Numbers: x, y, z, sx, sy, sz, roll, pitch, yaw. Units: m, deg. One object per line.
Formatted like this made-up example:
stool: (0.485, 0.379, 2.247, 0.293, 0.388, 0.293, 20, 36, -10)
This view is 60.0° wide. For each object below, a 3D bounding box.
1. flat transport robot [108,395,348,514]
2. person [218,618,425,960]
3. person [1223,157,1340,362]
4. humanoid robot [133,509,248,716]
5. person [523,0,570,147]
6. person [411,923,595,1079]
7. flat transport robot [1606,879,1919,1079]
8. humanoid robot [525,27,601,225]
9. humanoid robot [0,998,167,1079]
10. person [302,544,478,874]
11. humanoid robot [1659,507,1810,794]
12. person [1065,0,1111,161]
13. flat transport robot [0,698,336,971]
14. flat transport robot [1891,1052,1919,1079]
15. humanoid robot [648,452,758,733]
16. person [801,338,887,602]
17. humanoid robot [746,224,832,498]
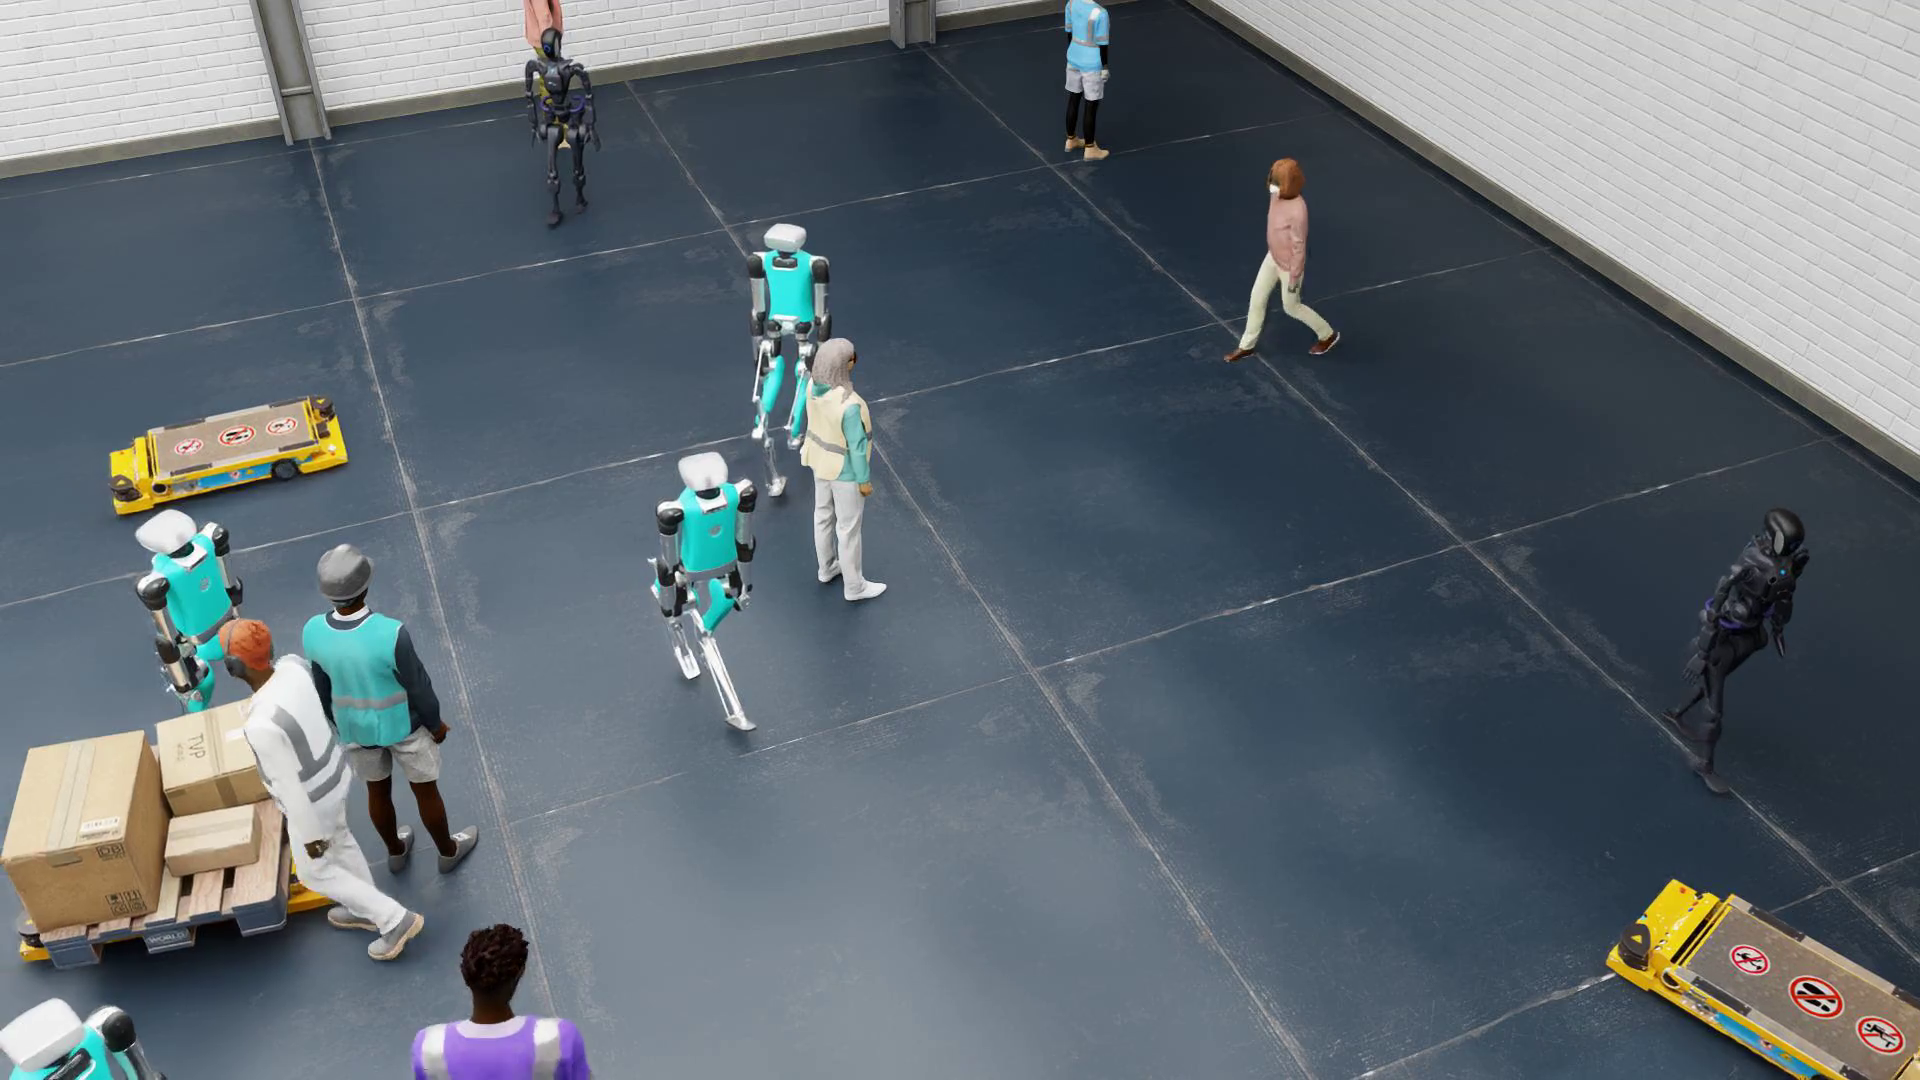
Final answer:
flat transport robot: (-4.853, -0.579, 11.027, 1.431, 0.231, 0.659, -15, 40, -19)
person: (-2.859, 1.130, 7.504, 0.604, 1.855, 0.627, -2, 38, -2)
person: (2.345, -1.976, 11.755, 0.766, 1.596, 0.537, -10, 39, -12)
humanoid robot: (-3.924, 0.533, 8.400, 1.035, 1.748, 0.556, 14, 40, 18)
person: (-3.647, -4.400, 14.714, 0.372, 1.837, 0.523, -11, 39, -14)
person: (-1.611, 2.152, 6.096, 0.640, 1.941, 0.438, -4, 38, -5)
flat transport robot: (3.764, 2.098, 7.542, 1.431, 0.231, 0.659, 31, 47, 34)
humanoid robot: (-3.231, -3.370, 13.517, 0.590, 1.639, 0.587, 1, 38, 1)
humanoid robot: (-2.860, 2.390, 5.960, 0.727, 1.789, 0.535, 21, 42, 25)
person: (-2.706, 0.847, 7.800, 0.551, 1.941, 0.420, 3, 38, 4)
humanoid robot: (3.992, 0.507, 8.470, 0.590, 1.638, 0.664, -15, 40, -19)
person: (1.119, -4.160, 14.517, 0.321, 1.693, 0.529, -23, 43, -27)
flat transport robot: (-3.787, 1.623, 8.161, 1.431, 0.231, 0.659, -9, 38, -11)
flat transport robot: (3.756, 2.909, 6.487, 0.659, 0.231, 1.431, -12, 39, -15)
humanoid robot: (-1.403, 0.186, 8.852, 0.557, 1.740, 1.060, -20, 42, -24)
person: (-0.711, -0.397, 9.607, 0.371, 1.709, 0.467, -26, 44, -29)
humanoid robot: (-1.120, -1.018, 10.421, 0.549, 1.719, 1.008, 7, 38, 9)
